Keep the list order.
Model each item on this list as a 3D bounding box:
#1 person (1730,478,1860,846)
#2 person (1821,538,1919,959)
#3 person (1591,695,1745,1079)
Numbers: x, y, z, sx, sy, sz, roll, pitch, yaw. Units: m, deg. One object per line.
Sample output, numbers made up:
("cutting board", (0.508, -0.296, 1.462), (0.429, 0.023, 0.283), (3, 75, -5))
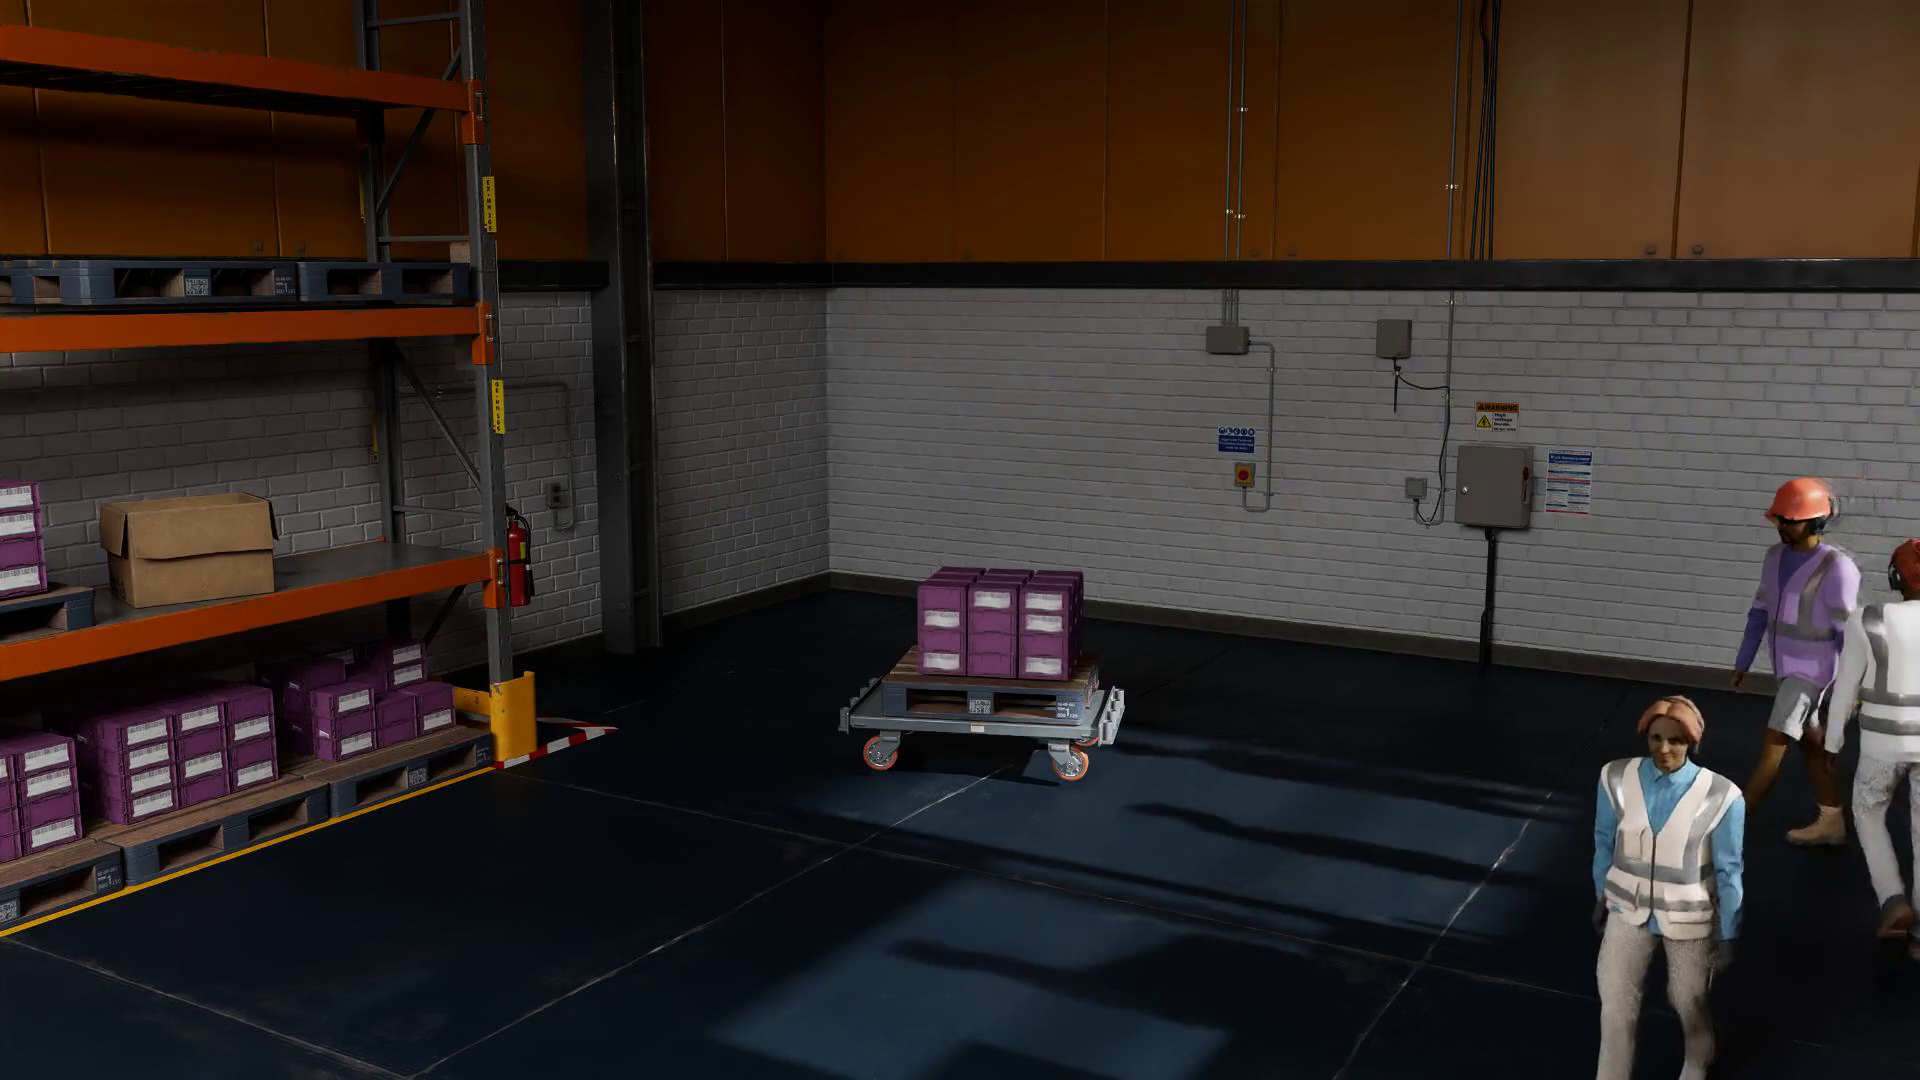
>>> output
("person", (4.250, 0.665, 8.646), (1.061, 1.977, 0.650), (-1, 9, -7))
("person", (4.200, 0.928, 7.372), (0.687, 1.864, 0.470), (3, 10, 20))
("person", (2.498, 1.305, 5.860), (0.522, 1.600, 0.827), (7, 12, 38))
